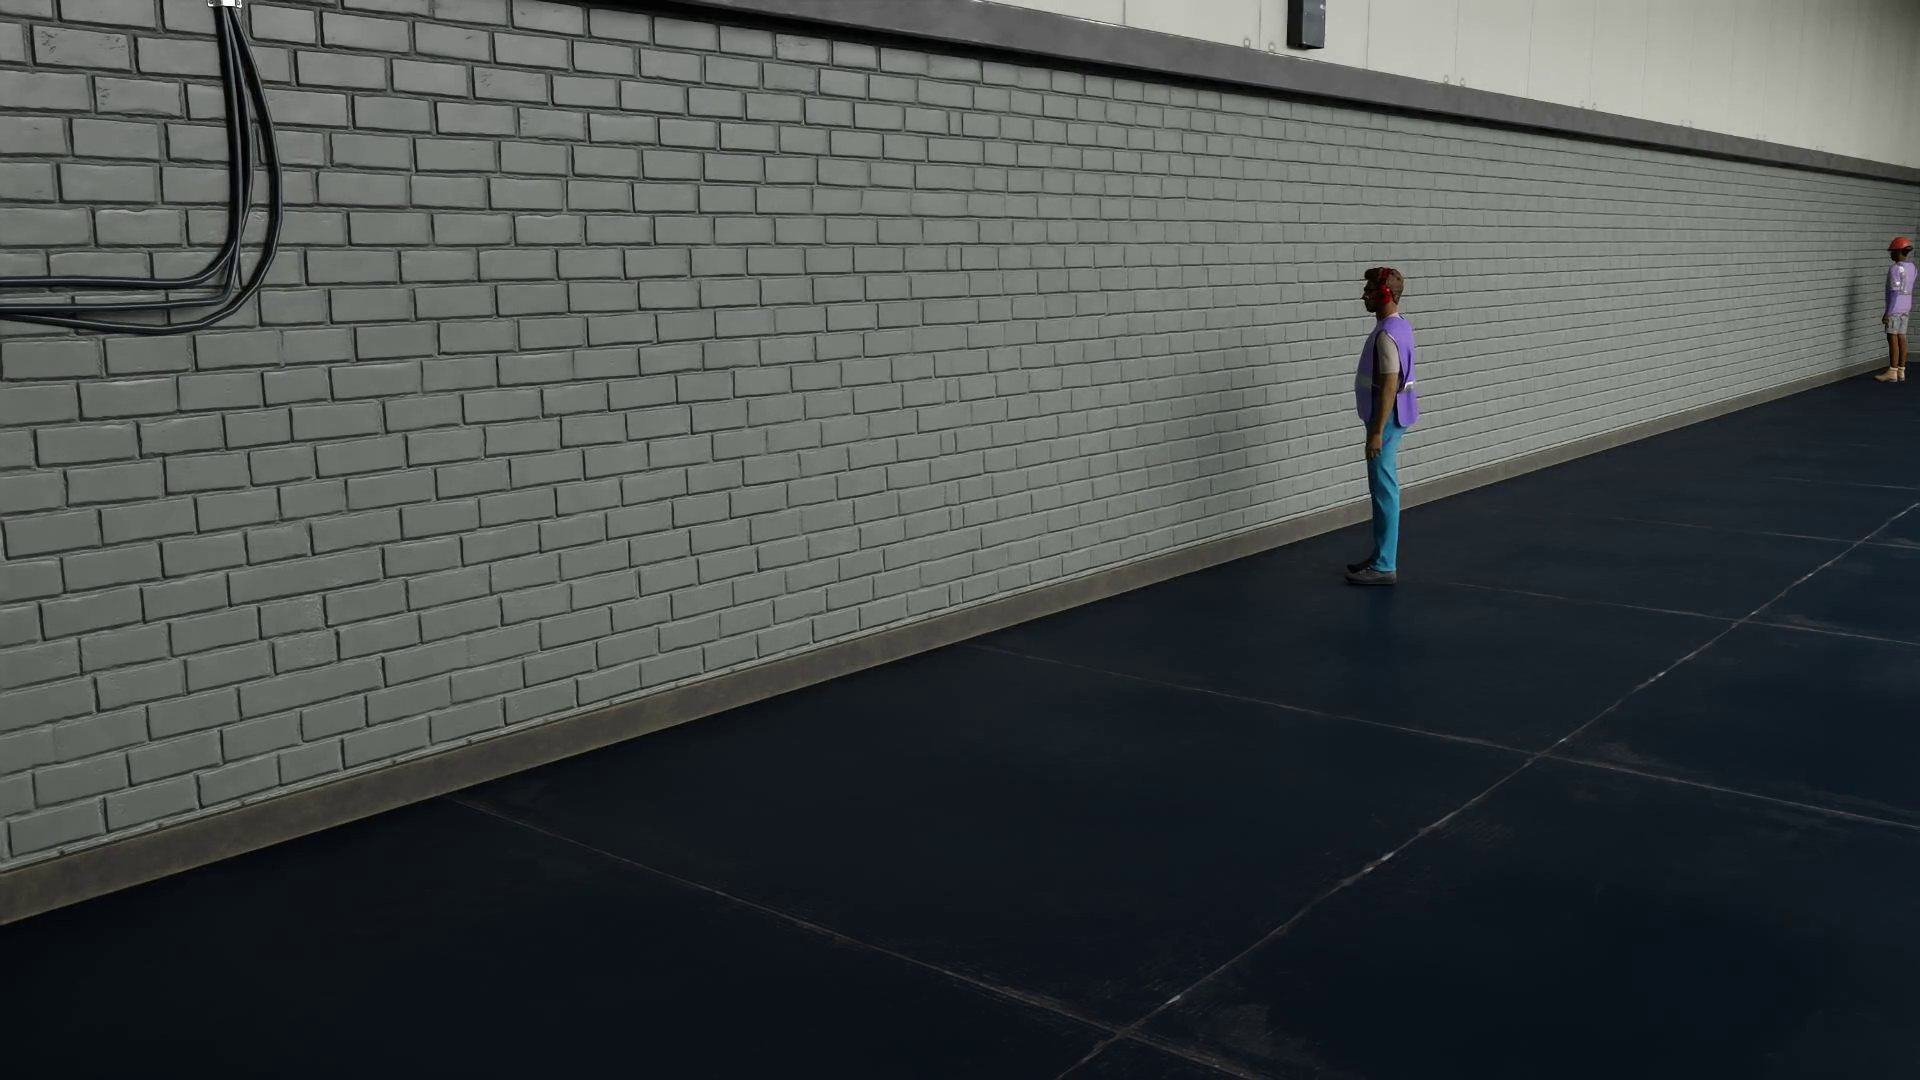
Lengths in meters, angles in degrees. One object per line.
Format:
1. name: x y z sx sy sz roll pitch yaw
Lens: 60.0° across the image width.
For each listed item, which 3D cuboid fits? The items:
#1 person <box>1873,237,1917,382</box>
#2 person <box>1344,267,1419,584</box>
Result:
1. person: 13.314 -3.282 23.691 0.615 2.040 0.391 -8 13 -36
2. person: 2.493 -0.671 9.769 0.384 1.845 0.569 3 11 17
